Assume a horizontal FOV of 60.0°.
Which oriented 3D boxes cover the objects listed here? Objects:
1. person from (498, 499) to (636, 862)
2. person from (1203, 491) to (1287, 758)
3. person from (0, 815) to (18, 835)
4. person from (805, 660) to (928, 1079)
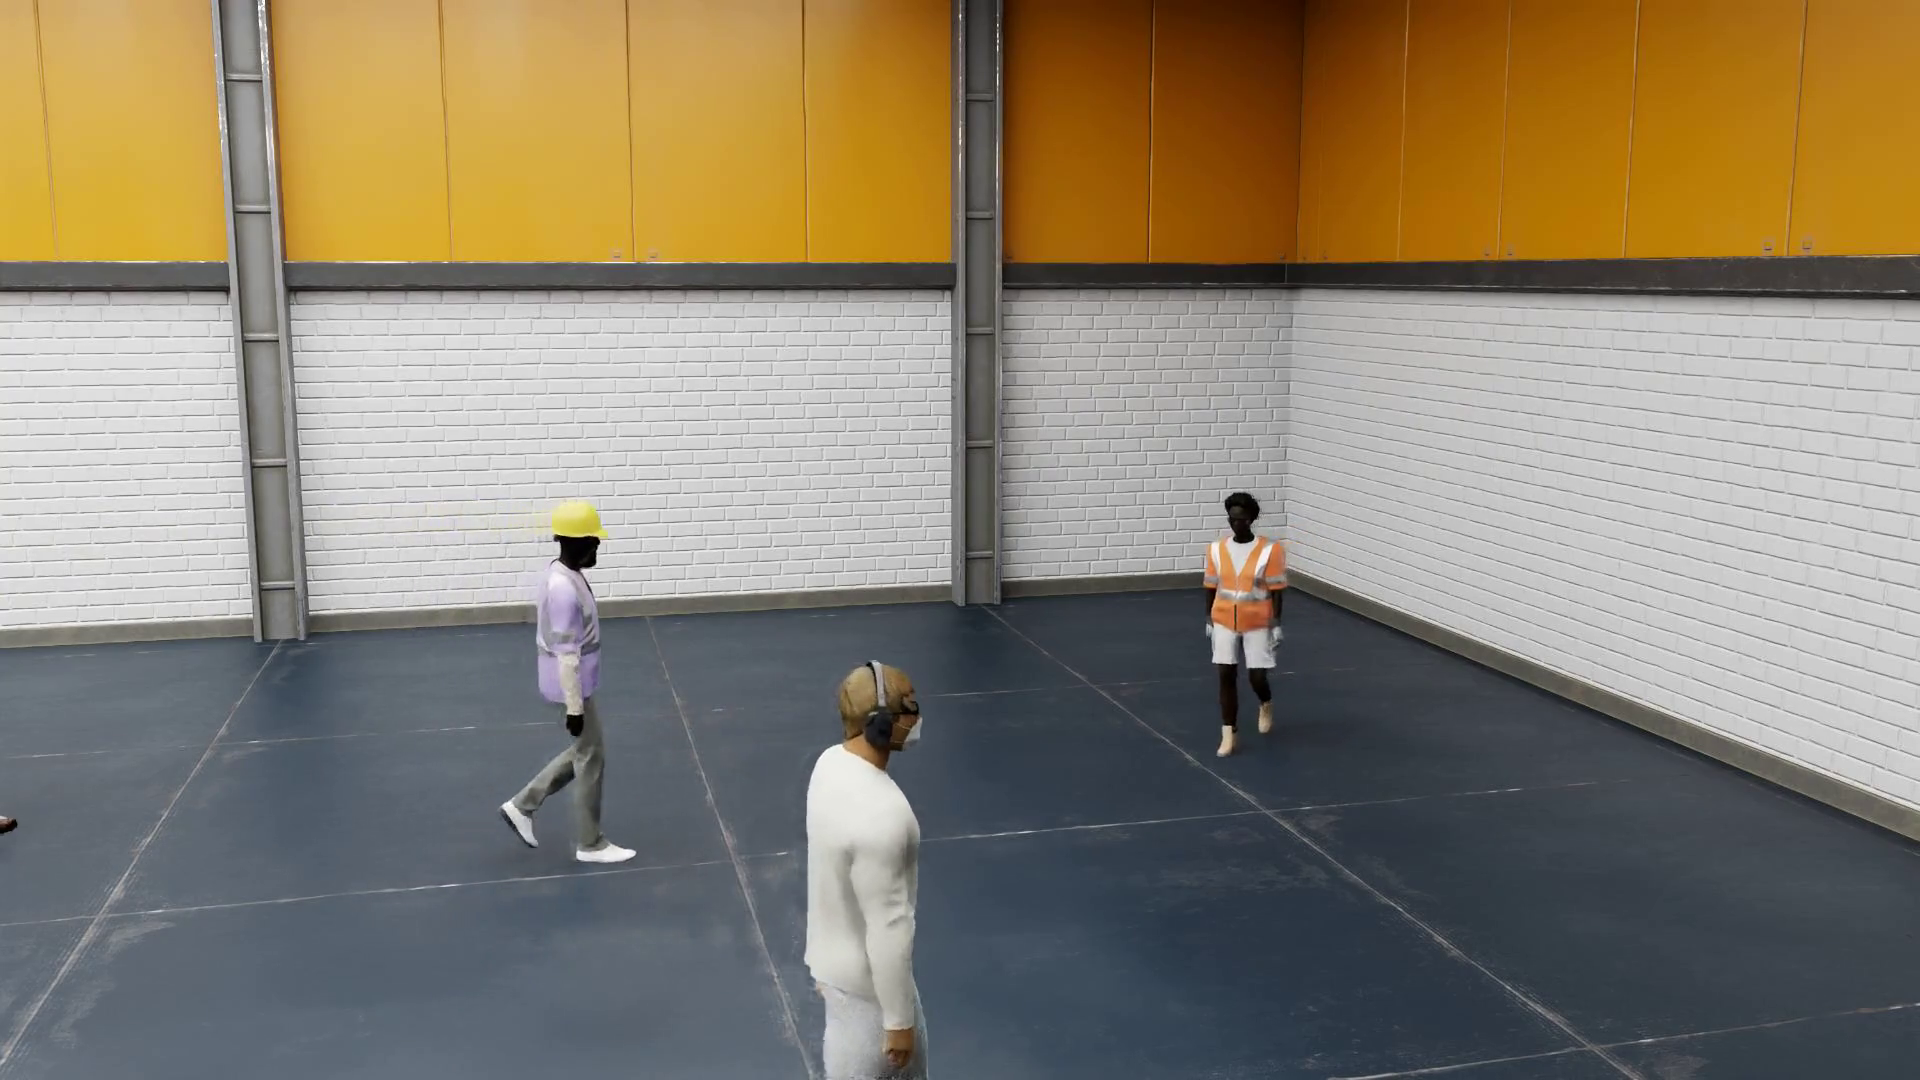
[{"bbox_3d":[-2.020,0.733,8.485,0.593,1.907,0.602,-2,9,-14],"label":"person"},{"bbox_3d":[1.801,0.517,10.510,0.548,1.682,0.518,5,10,27],"label":"person"},{"bbox_3d":[-5.526,0.704,8.825,1.009,1.849,0.665,5,10,27],"label":"person"},{"bbox_3d":[-0.360,1.299,4.961,0.907,1.916,0.644,-2,9,-15],"label":"person"}]
